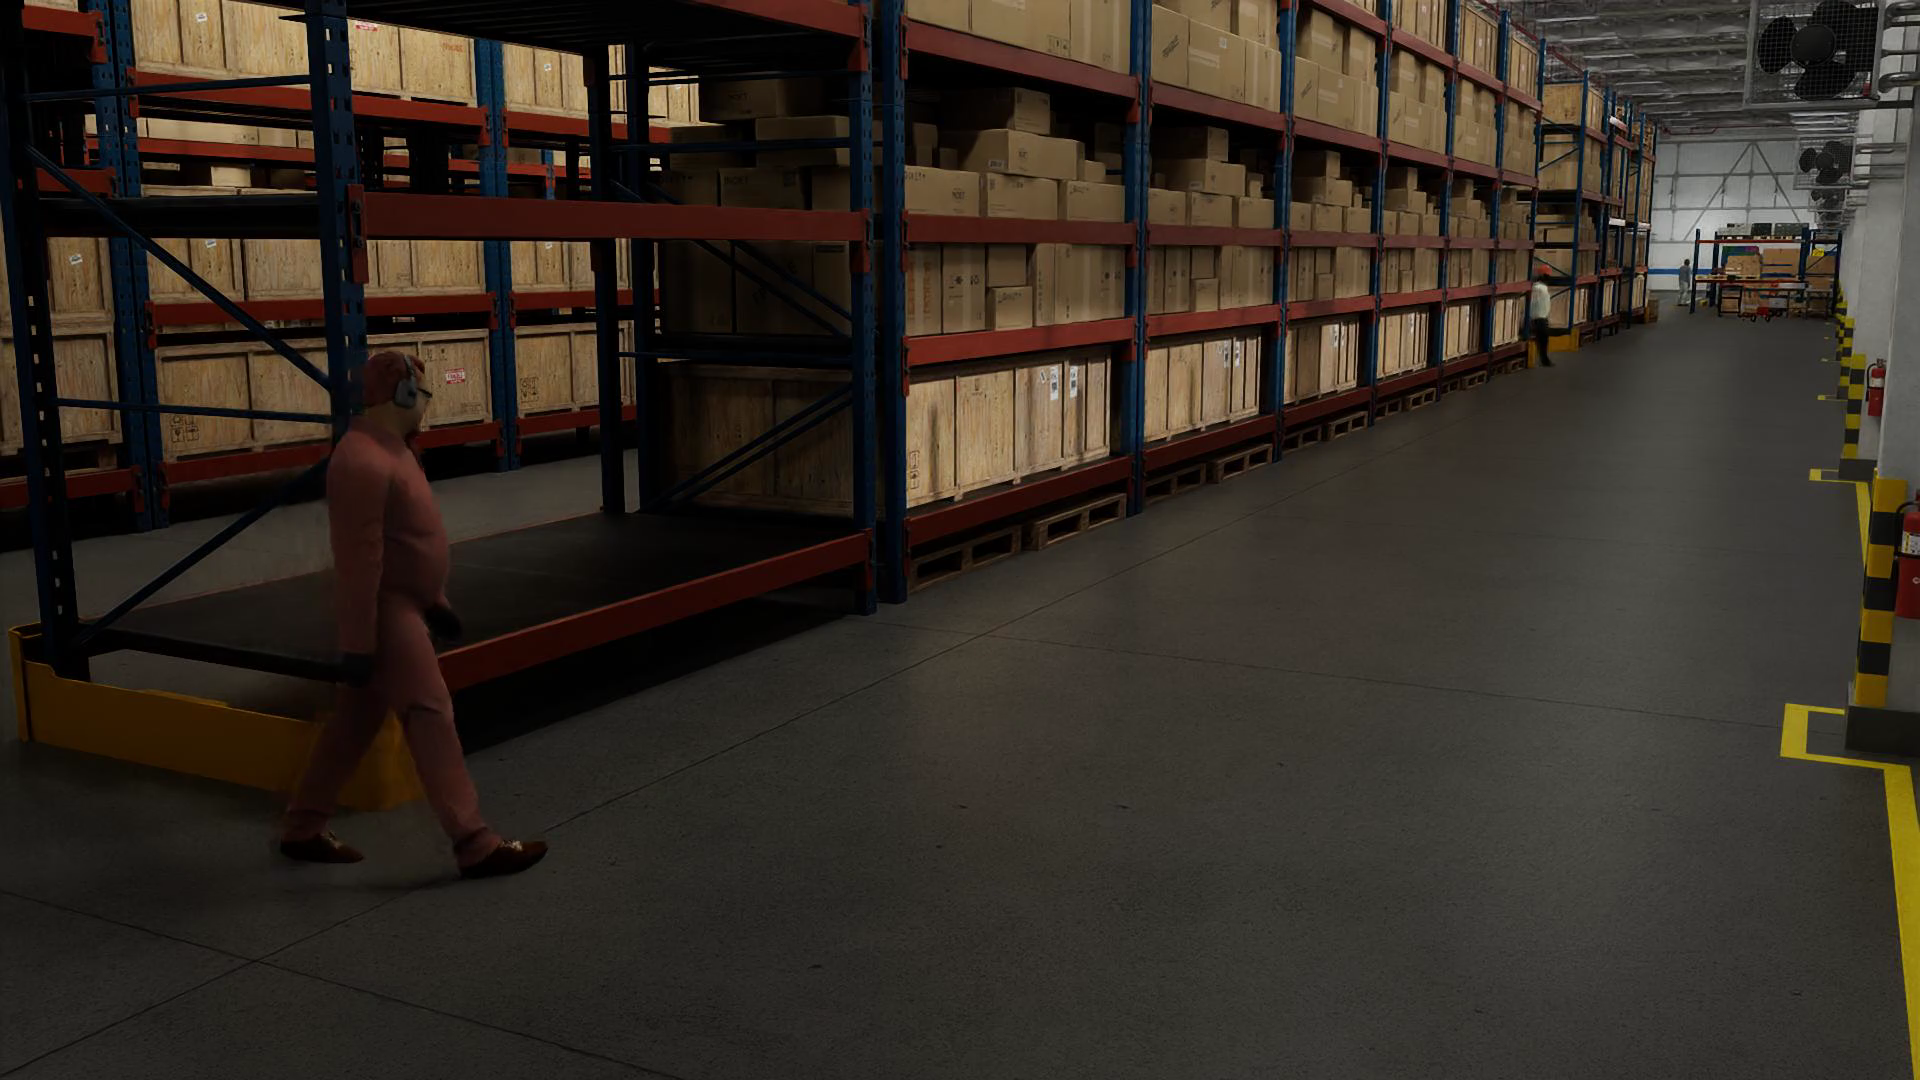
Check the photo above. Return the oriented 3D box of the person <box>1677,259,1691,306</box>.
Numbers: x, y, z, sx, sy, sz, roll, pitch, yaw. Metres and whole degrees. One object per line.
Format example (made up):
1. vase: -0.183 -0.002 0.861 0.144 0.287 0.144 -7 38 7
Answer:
1. person: 29.495 -10.468 67.708 0.367 1.932 0.629 -3 10 -19

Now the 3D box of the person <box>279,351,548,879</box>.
1. person: -2.010 0.263 5.848 0.931 1.846 0.657 -2 10 -13

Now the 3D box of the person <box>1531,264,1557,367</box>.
1. person: 11.088 -4.288 31.825 0.752 1.964 0.625 6 12 32
